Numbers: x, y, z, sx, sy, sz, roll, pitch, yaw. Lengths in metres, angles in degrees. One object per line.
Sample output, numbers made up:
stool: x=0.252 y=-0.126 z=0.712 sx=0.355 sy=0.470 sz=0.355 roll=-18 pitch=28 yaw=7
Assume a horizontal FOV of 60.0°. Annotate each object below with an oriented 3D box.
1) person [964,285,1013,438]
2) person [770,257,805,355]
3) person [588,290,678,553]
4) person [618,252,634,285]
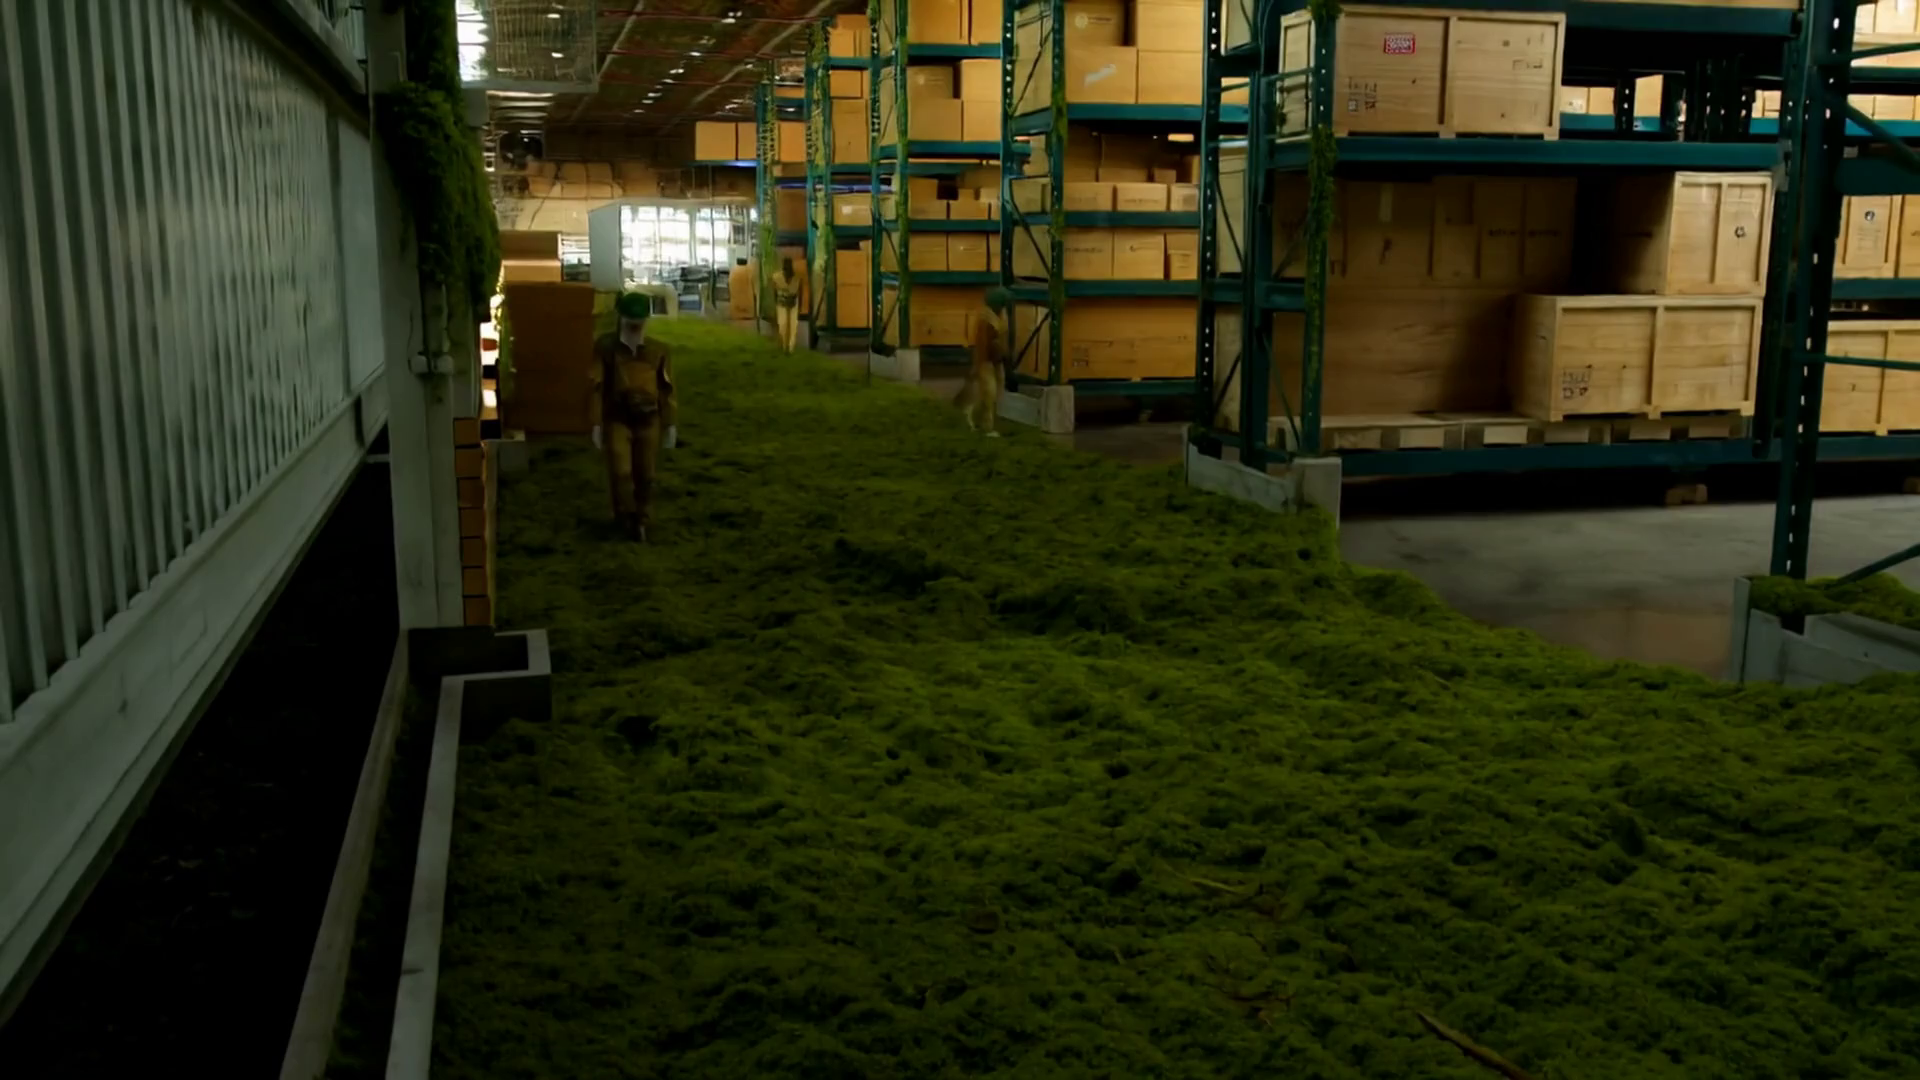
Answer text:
person: x=0.269 y=-1.909 z=17.751 sx=0.552 sy=1.619 sz=0.548 roll=7 pitch=12 yaw=33
person: x=-3.196 y=-4.345 z=30.945 sx=0.650 sy=1.828 sz=0.507 roll=-3 pitch=10 yaw=-16
person: x=-2.161 y=-0.784 z=11.051 sx=0.583 sy=1.724 sz=0.673 roll=-3 pitch=10 yaw=-16
person: x=-11.547 y=-9.040 z=57.514 sx=0.563 sy=1.838 sz=0.389 roll=-7 pitch=12 yaw=-34
